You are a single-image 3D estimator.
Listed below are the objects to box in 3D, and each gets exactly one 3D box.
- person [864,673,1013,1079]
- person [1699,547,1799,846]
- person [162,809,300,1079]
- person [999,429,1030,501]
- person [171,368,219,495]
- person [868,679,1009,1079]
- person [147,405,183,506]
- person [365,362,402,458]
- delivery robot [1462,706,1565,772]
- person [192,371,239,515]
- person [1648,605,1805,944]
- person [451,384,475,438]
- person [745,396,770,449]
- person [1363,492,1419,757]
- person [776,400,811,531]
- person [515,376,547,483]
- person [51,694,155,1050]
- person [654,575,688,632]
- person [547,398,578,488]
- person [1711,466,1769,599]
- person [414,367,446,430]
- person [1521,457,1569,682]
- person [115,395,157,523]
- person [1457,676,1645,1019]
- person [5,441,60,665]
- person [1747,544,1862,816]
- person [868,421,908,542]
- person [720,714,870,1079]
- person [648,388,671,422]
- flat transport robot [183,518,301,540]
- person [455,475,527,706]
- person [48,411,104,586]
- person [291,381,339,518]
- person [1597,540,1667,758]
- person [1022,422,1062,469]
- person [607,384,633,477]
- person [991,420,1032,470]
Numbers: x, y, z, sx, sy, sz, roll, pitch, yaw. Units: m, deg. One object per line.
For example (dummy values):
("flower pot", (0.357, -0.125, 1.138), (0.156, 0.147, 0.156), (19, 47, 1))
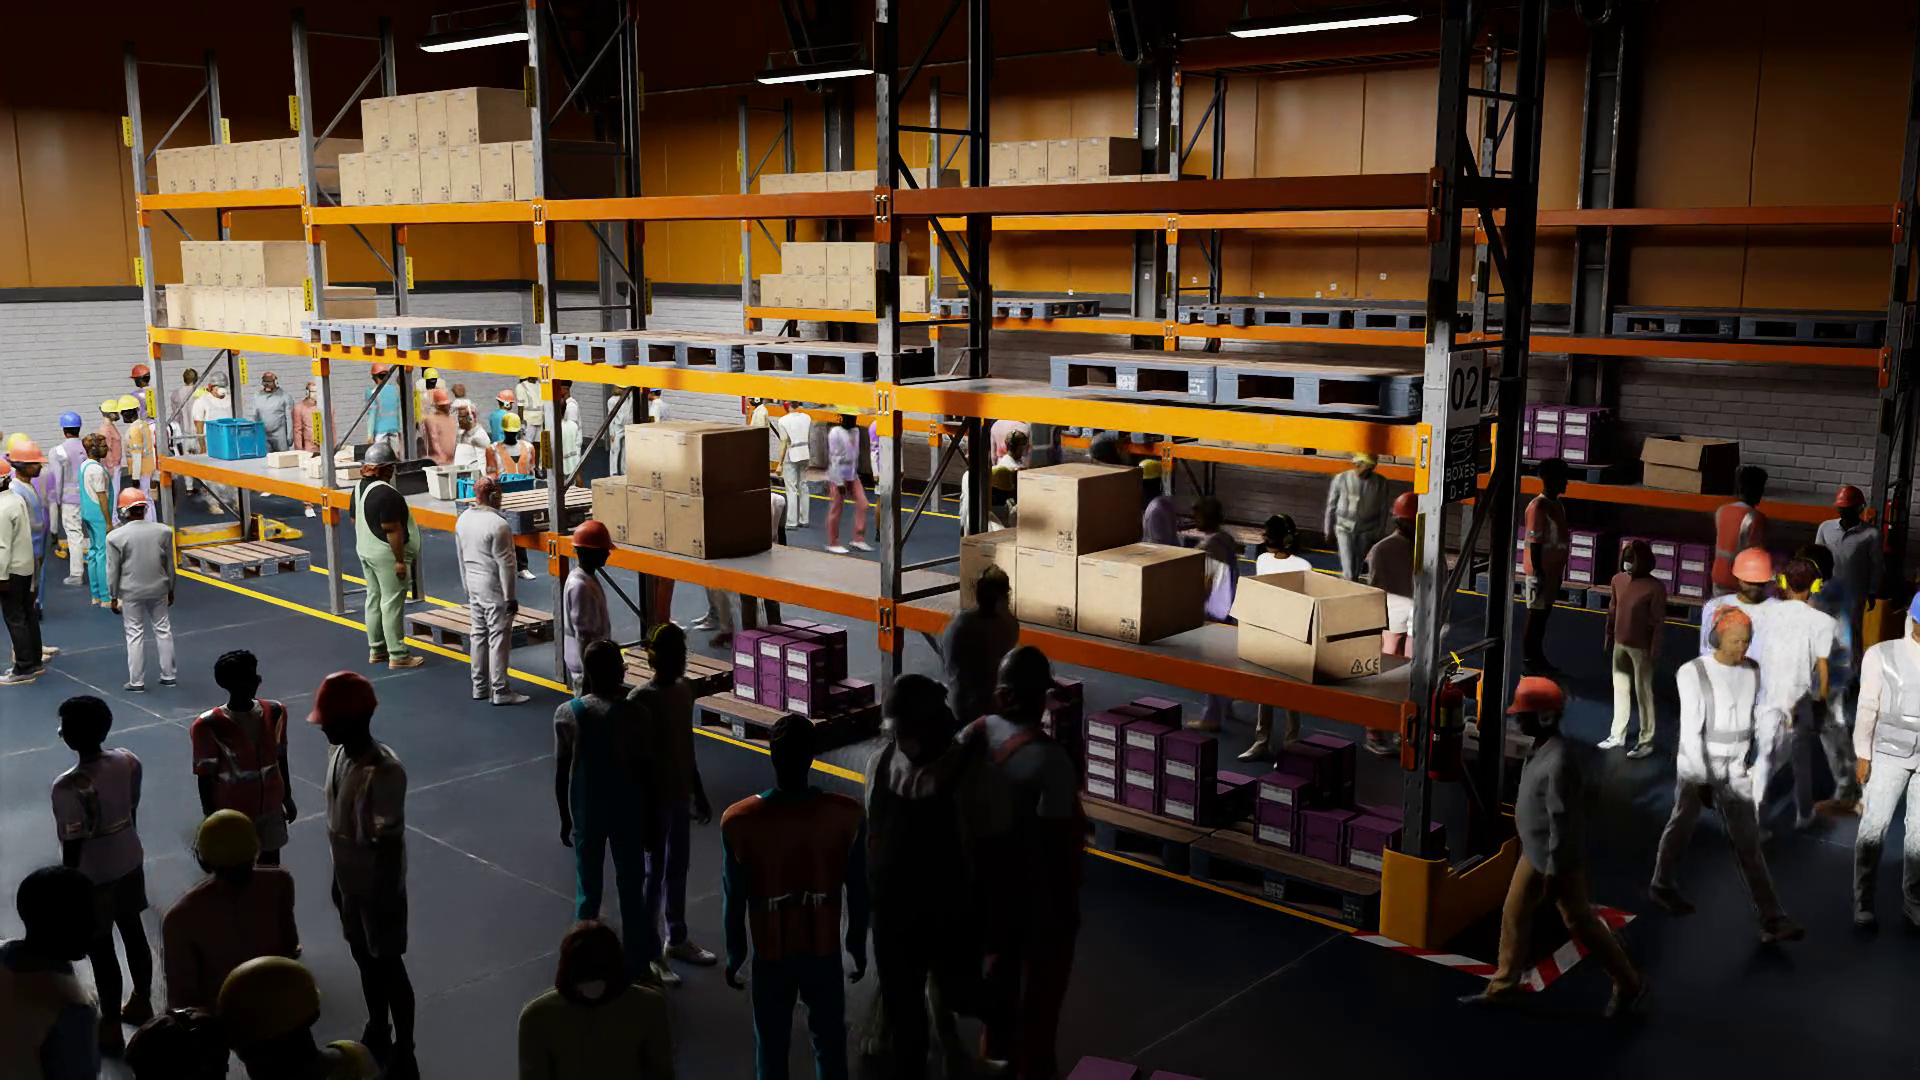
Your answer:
("person", (-0.089, 1.498, 7.223), (0.695, 2.000, 0.829), (5, 11, 25))
("person", (5.014, 0.977, 10.602), (0.564, 1.881, 0.988), (2, 10, 12))
("person", (-2.734, 1.818, 6.329), (0.549, 1.709, 0.960), (-10, 14, -44))
("person", (0.536, -0.165, 16.909), (0.355, 1.938, 0.637), (0, 10, 1))
("person", (-11.597, -1.632, 25.210), (0.631, 1.940, 0.372), (1, 10, 8))
("person", (-0.092, 1.541, 7.577), (0.784, 1.831, 0.506), (2, 10, 11))
("person", (-11.065, -1.109, 23.086), (0.533, 1.657, 0.855), (-8, 13, -37))
("person", (-8.697, -1.663, 25.088), (0.391, 2.041, 0.615), (7, 12, 34))
("delivery robot", (3.836, 1.410, 11.651), (0.707, 0.478, 0.477), (9, 13, 40))
("person", (-10.420, -1.384, 23.516), (0.535, 2.000, 0.681), (9, 13, 41))
("person", (4.186, 1.270, 9.122), (0.580, 1.835, 0.964), (-3, 10, -15))
("person", (-7.954, -1.664, 26.306), (0.730, 1.608, 0.528), (6, 11, 29))
("person", (-2.957, -1.385, 24.378), (0.355, 1.740, 0.574), (-1, 10, -8))
("person", (3.292, 0.619, 12.357), (0.627, 1.985, 0.409), (-5, 11, -28))
("person", (-2.201, -1.035, 22.114), (0.389, 1.838, 0.563), (8, 13, 37))
("person", (-6.841, -1.898, 26.629), (0.367, 1.967, 0.600), (5, 11, 26))
("person", (-4.057, 1.561, 7.864), (0.327, 1.700, 0.542), (1, 10, 8))
("person", (-2.906, -0.028, 16.232), (0.399, 1.906, 0.603), (-7, 12, -34))
("person", (-4.943, -0.825, 20.701), (0.392, 1.919, 0.592), (2, 10, 13))
("person", (6.660, 0.334, 14.107), (0.562, 1.935, 0.603), (-3, 10, -17))
("person", (-8.722, -2.020, 27.455), (0.398, 1.920, 0.590), (7, 12, 35))
("person", (5.097, 0.254, 14.467), (0.367, 1.966, 0.607), (7, 12, 34))
("person", (-10.373, -0.870, 20.980), (0.400, 1.914, 0.589), (-4, 11, -19))
("person", (2.957, 1.512, 8.119), (0.871, 1.704, 0.621), (1, 10, 5))
("person", (-8.439, 0.110, 15.107), (0.421, 2.033, 0.608), (-3, 10, -16))
("person", (5.655, 0.926, 11.160), (0.923, 1.785, 0.715), (7, 12, 33))
("person", (-0.903, -0.914, 21.197), (0.393, 1.925, 0.550), (8, 13, 40))
("person", (-0.659, 1.645, 6.734), (0.596, 1.918, 0.386), (-2, 10, -12))
("person", (-4.241, -1.300, 23.337), (0.418, 1.937, 0.622), (0, 10, 0))
("flat transport robot", (-9.236, -0.087, 21.186), (1.431, 0.197, 0.652), (-9, 14, -42))
("person", (-3.862, 0.416, 13.750), (0.679, 1.914, 0.406), (8, 13, 39))
("person", (-9.841, -0.464, 18.577), (0.388, 1.948, 0.605), (6, 12, 32))
("person", (-8.988, -1.275, 23.283), (0.402, 1.906, 0.652), (8, 13, 38))
("person", (5.002, 0.800, 12.349), (0.283, 1.625, 0.513), (-5, 11, -24))
("person", (0.992, -0.971, 21.240), (0.611, 2.026, 0.626), (-2, 10, -9))
("person", (-5.292, -1.687, 26.082), (0.313, 1.740, 0.487), (8, 13, 38))
("person", (0.653, -0.815, 20.583), (0.363, 1.939, 0.636), (-9, 14, -42))
